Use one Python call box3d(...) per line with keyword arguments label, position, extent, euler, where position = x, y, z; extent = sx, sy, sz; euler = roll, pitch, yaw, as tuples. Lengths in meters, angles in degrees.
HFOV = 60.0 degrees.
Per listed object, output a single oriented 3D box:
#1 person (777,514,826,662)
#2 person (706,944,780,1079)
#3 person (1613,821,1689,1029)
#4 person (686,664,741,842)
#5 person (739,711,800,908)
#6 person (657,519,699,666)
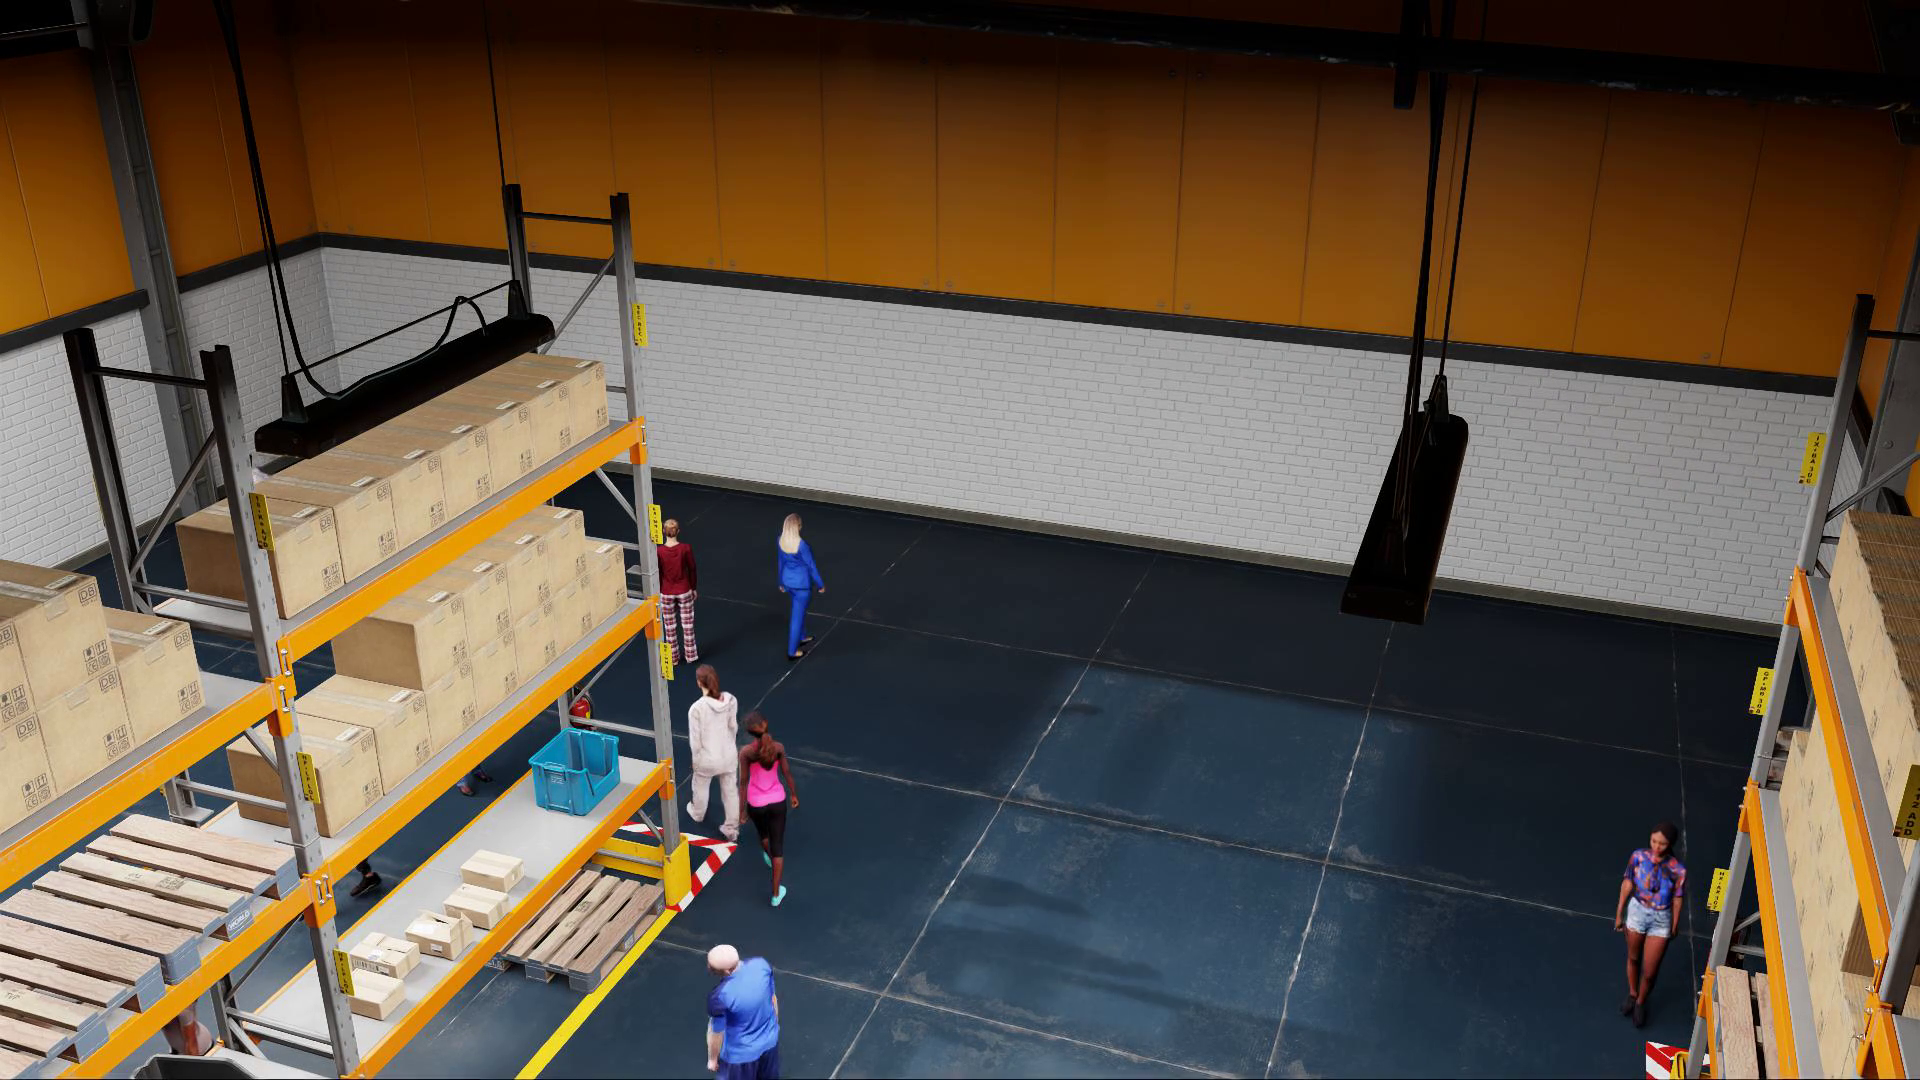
box3d(label="person", position=(-1.811, 0.537, 17.912), extent=(0.788, 1.687, 0.885), euler=(21, 31, 39))
box3d(label="person", position=(-1.392, 3.398, 11.213), extent=(0.748, 1.809, 0.961), euler=(-13, 27, -27))
box3d(label="person", position=(5.231, 2.849, 12.573), extent=(0.683, 1.726, 0.720), euler=(17, 29, 34))
box3d(label="person", position=(-2.131, 1.931, 14.744), extent=(0.972, 1.670, 1.002), euler=(-14, 27, -29))
box3d(label="person", position=(-1.630, 2.282, 13.932), extent=(0.955, 1.676, 1.094), euler=(-3, 24, -6))
box3d(label="person", position=(-3.062, 0.543, 17.883), extent=(0.691, 1.699, 0.705), euler=(-6, 24, -14))
